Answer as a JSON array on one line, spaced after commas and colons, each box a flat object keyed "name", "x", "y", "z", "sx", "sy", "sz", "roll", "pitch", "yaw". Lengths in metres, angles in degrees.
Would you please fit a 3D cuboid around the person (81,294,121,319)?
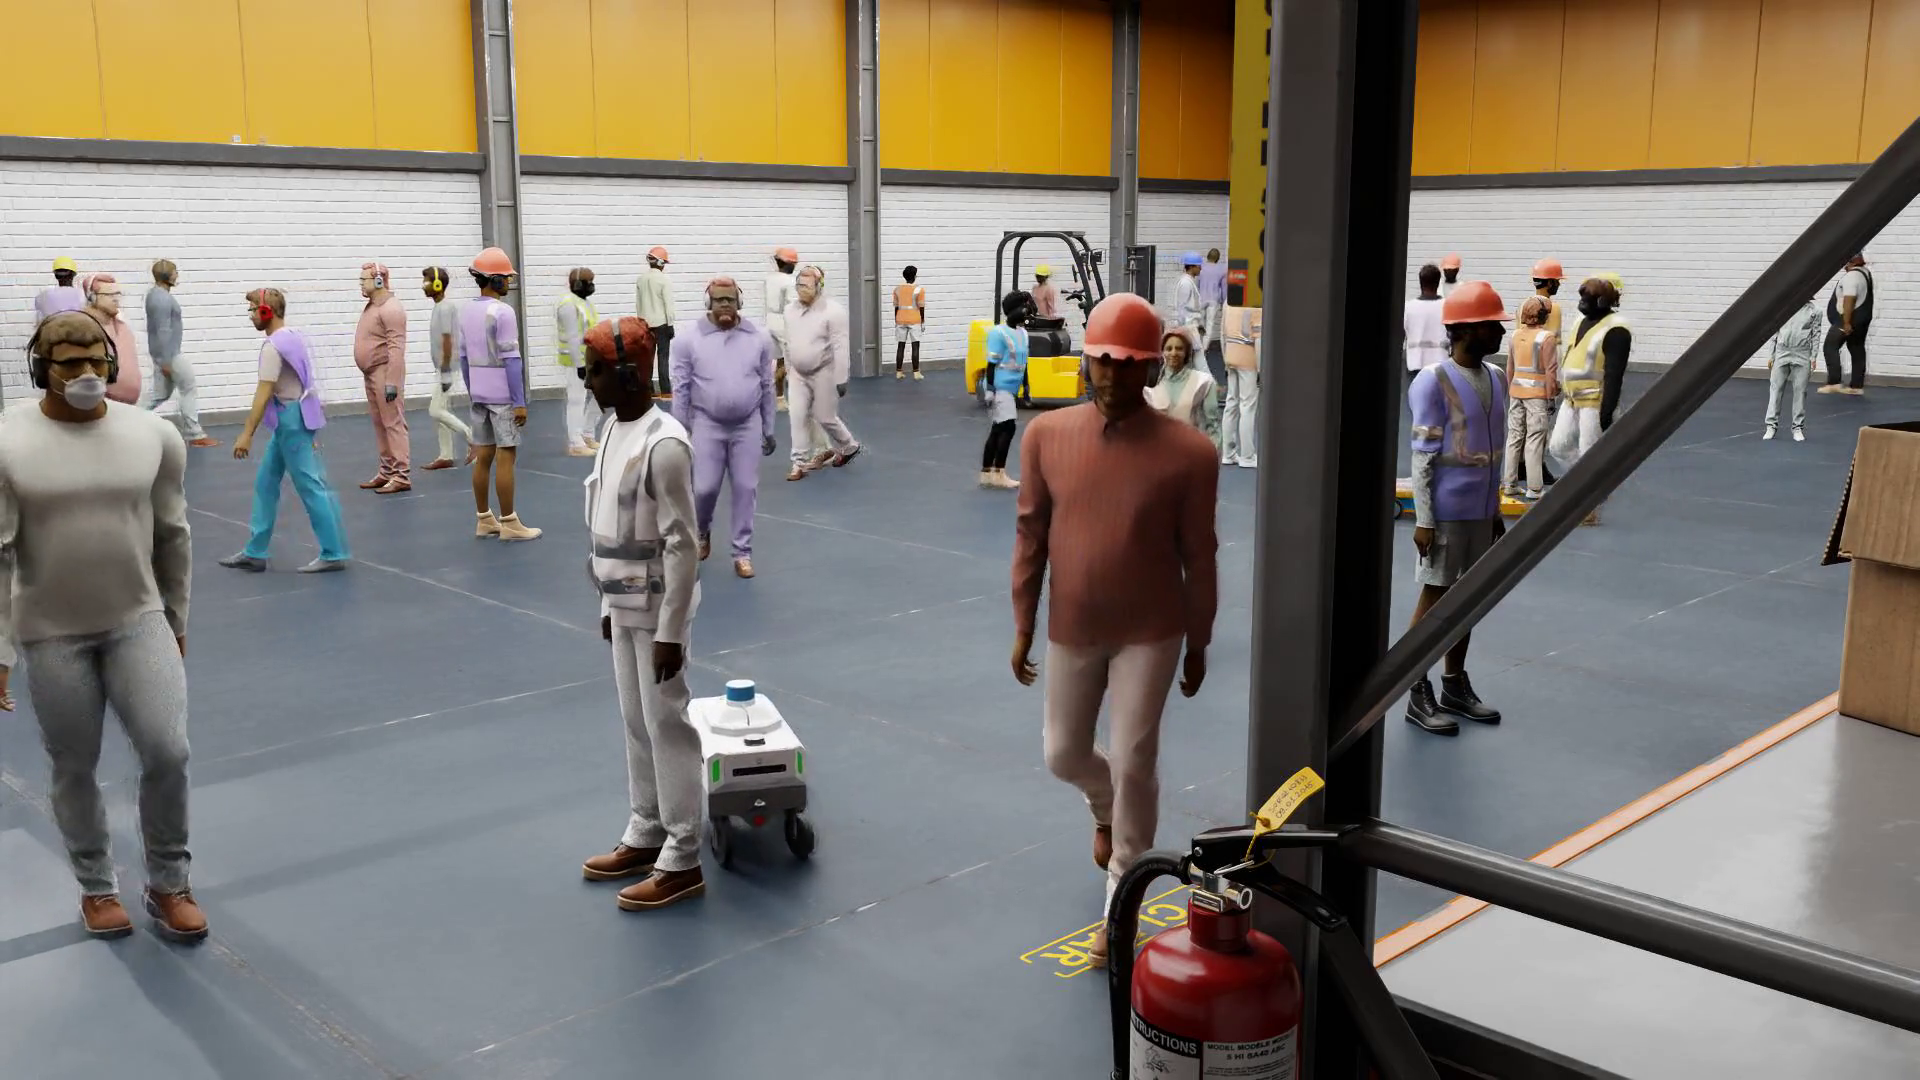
[{"name": "person", "x": -7.632, "y": -1.459, "z": 14.902, "sx": 0.363, "sy": 1.755, "sz": 0.532, "roll": -1, "pitch": 10, "yaw": -7}]

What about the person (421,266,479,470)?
[{"name": "person", "x": -4.656, "y": -1.547, "z": 15.096, "sx": 0.483, "sy": 1.853, "sz": 0.540, "roll": -4, "pitch": 11, "yaw": -22}]

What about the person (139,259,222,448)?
[{"name": "person", "x": -7.974, "y": -1.843, "z": 16.581, "sx": 0.914, "sy": 1.910, "sz": 0.640, "roll": -6, "pitch": 12, "yaw": -31}]

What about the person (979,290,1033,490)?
[{"name": "person", "x": 0.399, "y": -1.255, "z": 13.988, "sx": 0.528, "sy": 1.670, "sz": 0.553, "roll": 5, "pitch": 11, "yaw": 25}]

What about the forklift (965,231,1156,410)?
[{"name": "forklift", "x": 1.222, "y": -2.721, "z": 20.561, "sx": 2.313, "sy": 2.155, "sz": 1.214, "roll": 2, "pitch": 11, "yaw": 13}]

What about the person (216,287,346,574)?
[{"name": "person", "x": -4.330, "y": -0.664, "z": 10.422, "sx": 0.888, "sy": 1.801, "sz": 0.592, "roll": -3, "pitch": 11, "yaw": -17}]

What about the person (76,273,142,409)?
[{"name": "person", "x": -5.971, "y": -0.914, "z": 11.574, "sx": 0.834, "sy": 1.879, "sz": 0.653, "roll": 2, "pitch": 11, "yaw": 9}]

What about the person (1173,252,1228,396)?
[{"name": "person", "x": 3.099, "y": -2.803, "z": 21.783, "sx": 0.955, "sy": 1.900, "sz": 0.622, "roll": 1, "pitch": 10, "yaw": 5}]

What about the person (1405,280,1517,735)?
[{"name": "person", "x": 2.165, "y": -0.139, "z": 7.171, "sx": 0.551, "sy": 1.941, "sz": 0.342, "roll": -7, "pitch": 13, "yaw": -35}]

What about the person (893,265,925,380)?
[{"name": "person", "x": -0.750, "y": -3.213, "z": 24.630, "sx": 0.532, "sy": 1.691, "sz": 0.322, "roll": 5, "pitch": 11, "yaw": 25}]

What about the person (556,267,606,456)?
[{"name": "person", "x": -3.640, "y": -1.708, "z": 16.043, "sx": 0.463, "sy": 1.827, "sz": 0.638, "roll": 2, "pitch": 11, "yaw": 9}]

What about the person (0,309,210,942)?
[{"name": "person", "x": -2.557, "y": 0.291, "z": 4.915, "sx": 0.641, "sy": 1.917, "sz": 0.658, "roll": -8, "pitch": 13, "yaw": -38}]

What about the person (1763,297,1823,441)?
[{"name": "person", "x": 8.676, "y": -1.902, "z": 17.325, "sx": 0.487, "sy": 1.746, "sz": 0.289, "roll": 5, "pitch": 11, "yaw": 25}]

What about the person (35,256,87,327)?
[{"name": "person", "x": -9.046, "y": -1.919, "z": 16.948, "sx": 0.585, "sy": 1.918, "sz": 0.379, "roll": -4, "pitch": 11, "yaw": -19}]

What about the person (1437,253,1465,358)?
[{"name": "person", "x": 6.115, "y": -2.625, "z": 20.802, "sx": 0.558, "sy": 1.918, "sz": 0.765, "roll": 7, "pitch": 13, "yaw": 34}]

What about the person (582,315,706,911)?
[{"name": "person", "x": -1.010, "y": 0.232, "z": 5.304, "sx": 0.361, "sy": 1.885, "sz": 0.575, "roll": -6, "pitch": 12, "yaw": -29}]

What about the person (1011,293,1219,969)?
[{"name": "person", "x": 0.487, "y": 0.236, "z": 5.046, "sx": 0.617, "sy": 1.972, "sz": 0.713, "roll": 4, "pitch": 11, "yaw": 21}]

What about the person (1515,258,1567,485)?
[{"name": "person", "x": 4.993, "y": -1.444, "z": 14.300, "sx": 0.354, "sy": 1.939, "sz": 0.544, "roll": -3, "pitch": 11, "yaw": -18}]

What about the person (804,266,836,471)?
[{"name": "person", "x": -1.318, "y": -1.564, "z": 15.200, "sx": 0.521, "sy": 1.865, "sz": 0.451, "roll": 7, "pitch": 13, "yaw": 34}]

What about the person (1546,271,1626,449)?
[{"name": "person", "x": 6.114, "y": -1.673, "z": 15.959, "sx": 0.930, "sy": 1.795, "sz": 0.602, "roll": 1, "pitch": 10, "yaw": 5}]

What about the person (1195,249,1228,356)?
[{"name": "person", "x": 4.435, "y": -4.228, "z": 29.629, "sx": 0.649, "sy": 1.878, "sz": 1.015, "roll": 3, "pitch": 11, "yaw": 16}]

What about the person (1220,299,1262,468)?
[{"name": "person", "x": 2.638, "y": -1.618, "z": 15.314, "sx": 0.399, "sy": 1.913, "sz": 0.589, "roll": -5, "pitch": 12, "yaw": -27}]

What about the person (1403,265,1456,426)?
[{"name": "person", "x": 4.167, "y": -1.507, "z": 14.928, "sx": 0.607, "sy": 1.838, "sz": 1.060, "roll": 1, "pitch": 10, "yaw": 8}]

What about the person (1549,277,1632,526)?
[{"name": "person", "x": 4.612, "y": -1.001, "z": 12.174, "sx": 0.438, "sy": 1.829, "sz": 0.656, "roll": -2, "pitch": 11, "yaw": -9}]

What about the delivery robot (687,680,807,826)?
[{"name": "delivery robot", "x": -0.774, "y": 0.741, "z": 5.904, "sx": 0.477, "sy": 0.478, "sz": 0.707, "roll": -3, "pitch": 11, "yaw": -17}]

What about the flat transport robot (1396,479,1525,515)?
[{"name": "flat transport robot", "x": 3.533, "y": -0.337, "z": 12.811, "sx": 1.431, "sy": 0.197, "sz": 0.652, "roll": -1, "pitch": 10, "yaw": -5}]

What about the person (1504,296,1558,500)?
[{"name": "person", "x": 4.631, "y": -1.147, "z": 13.493, "sx": 0.308, "sy": 1.641, "sz": 0.511, "roll": -5, "pitch": 11, "yaw": -25}]

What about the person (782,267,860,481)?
[{"name": "person", "x": -1.240, "y": -1.474, "z": 14.684, "sx": 0.685, "sy": 1.866, "sz": 0.817, "roll": 5, "pitch": 12, "yaw": 26}]

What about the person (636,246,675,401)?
[{"name": "person", "x": -3.916, "y": -2.798, "z": 21.554, "sx": 0.612, "sy": 1.984, "sz": 0.407, "roll": 7, "pitch": 13, "yaw": 35}]

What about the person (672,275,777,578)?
[{"name": "person", "x": -1.474, "y": -0.717, "z": 10.476, "sx": 0.648, "sy": 1.893, "sz": 0.539, "roll": -3, "pitch": 11, "yaw": -17}]

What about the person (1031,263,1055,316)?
[{"name": "person", "x": 1.258, "y": -3.203, "z": 24.422, "sx": 0.620, "sy": 1.736, "sz": 0.548, "roll": -5, "pitch": 12, "yaw": -27}]

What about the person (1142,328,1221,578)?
[{"name": "person", "x": 1.286, "y": -0.465, "z": 9.911, "sx": 0.533, "sy": 1.598, "sz": 0.850, "roll": 1, "pitch": 10, "yaw": 7}]

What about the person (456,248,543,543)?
[{"name": "person", "x": -3.225, "y": -1.003, "z": 11.605, "sx": 0.605, "sy": 2.045, "sz": 0.377, "roll": 8, "pitch": 13, "yaw": 39}]

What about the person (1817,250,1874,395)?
[{"name": "person", "x": 11.888, "y": -2.965, "z": 22.312, "sx": 0.702, "sy": 2.000, "sz": 0.643, "roll": -8, "pitch": 13, "yaw": -38}]

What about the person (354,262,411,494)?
[{"name": "person", "x": -4.823, "y": -1.345, "z": 13.847, "sx": 0.407, "sy": 1.908, "sz": 0.642, "roll": -8, "pitch": 13, "yaw": -36}]

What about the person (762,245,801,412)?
[{"name": "person", "x": -2.192, "y": -2.514, "z": 19.920, "sx": 0.664, "sy": 2.017, "sz": 0.643, "roll": -10, "pitch": 14, "yaw": -44}]
